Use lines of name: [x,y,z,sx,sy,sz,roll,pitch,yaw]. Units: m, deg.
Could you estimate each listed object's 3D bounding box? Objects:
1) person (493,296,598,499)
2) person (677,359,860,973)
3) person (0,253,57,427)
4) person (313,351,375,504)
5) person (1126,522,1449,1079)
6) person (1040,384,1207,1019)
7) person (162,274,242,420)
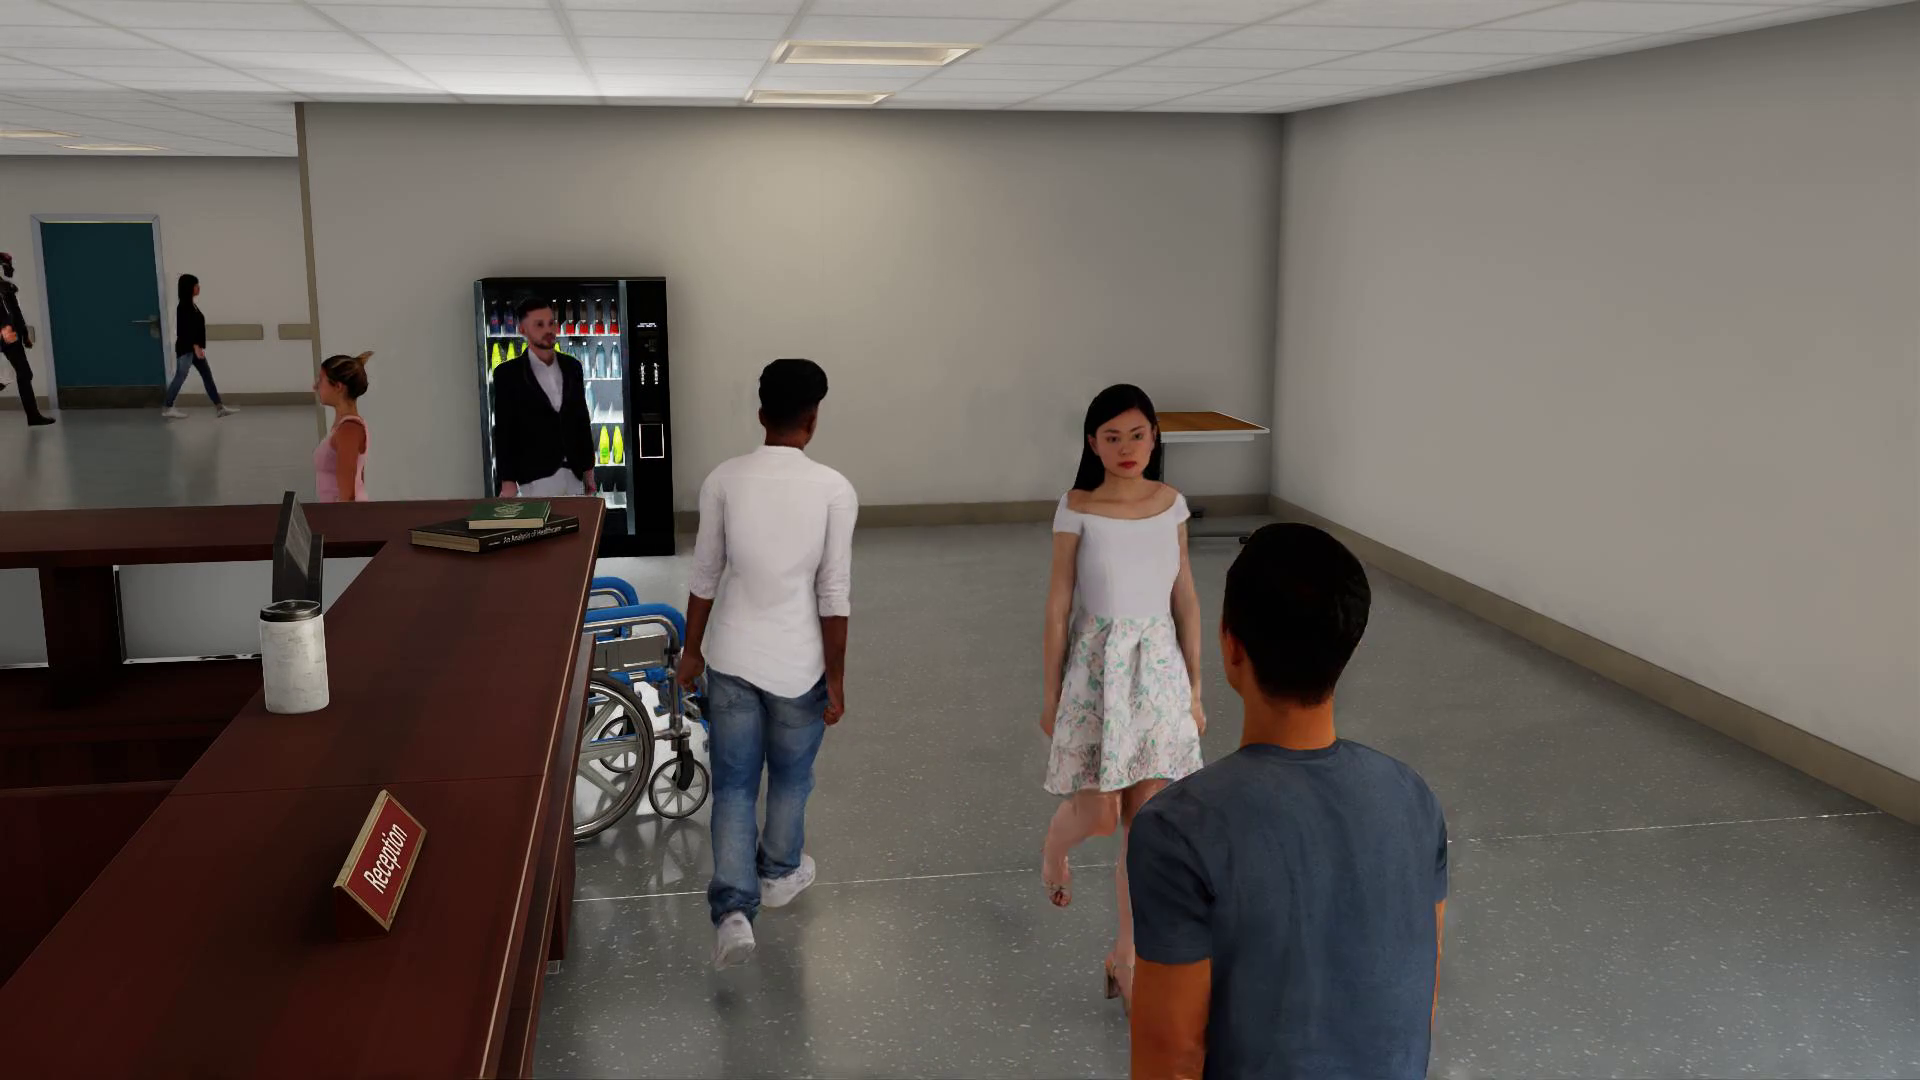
person: [-2.132,-0.311,8.486,1.116,1.819,1.088,-10,15,-43]
person: [-0.584,0.391,4.945,1.225,1.761,1.035,0,11,3]
person: [-10.414,-2.152,18.065,1.136,1.864,0.688,-2,11,-12]
person: [-2.631,-0.020,7.447,0.792,1.635,0.560,-2,11,-11]
person: [0.475,0.911,2.176,1.139,1.771,0.881,-4,11,-19]
person: [0.402,0.446,4.657,0.878,1.759,0.787,-4,12,-21]
person: [-8.707,-2.128,18.631,1.034,1.605,0.604,-2,11,-12]
